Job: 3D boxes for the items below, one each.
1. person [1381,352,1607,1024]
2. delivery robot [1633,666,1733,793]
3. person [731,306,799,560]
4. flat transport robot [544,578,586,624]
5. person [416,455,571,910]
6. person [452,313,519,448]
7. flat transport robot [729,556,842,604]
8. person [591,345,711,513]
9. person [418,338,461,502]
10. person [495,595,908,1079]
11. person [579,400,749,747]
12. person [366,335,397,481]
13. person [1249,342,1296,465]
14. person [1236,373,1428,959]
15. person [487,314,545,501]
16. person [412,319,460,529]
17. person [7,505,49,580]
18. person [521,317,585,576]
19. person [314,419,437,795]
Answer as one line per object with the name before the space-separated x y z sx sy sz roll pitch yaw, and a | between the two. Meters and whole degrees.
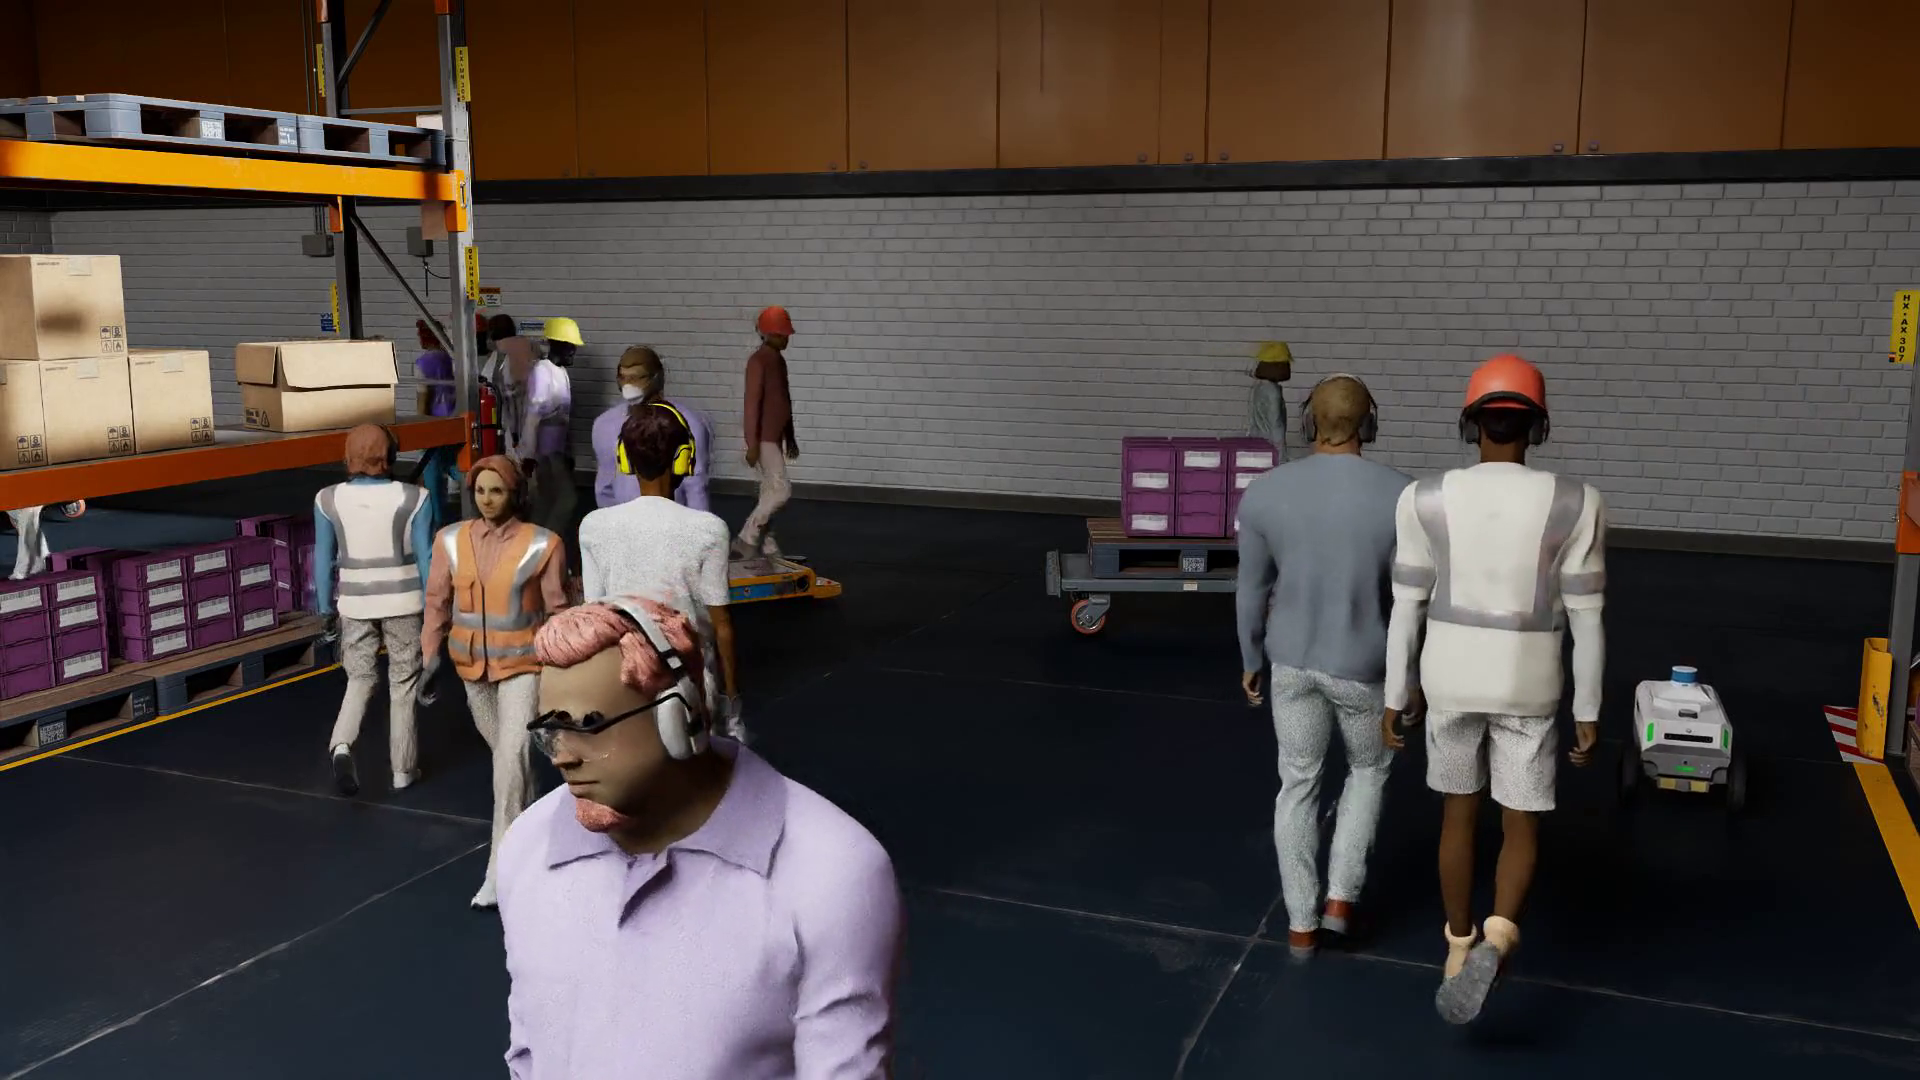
person | 1.561 0.460 4.926 0.629 2.020 0.792 4 10 23
delivery robot | 3.082 0.783 7.108 0.477 0.478 0.707 3 10 19
person | -1.402 -0.755 12.411 0.435 1.971 0.633 1 9 6
flat transport robot | -2.317 0.423 10.426 0.652 0.197 1.431 -6 11 -31
person | -1.689 0.477 6.120 0.515 1.593 0.875 2 10 12
person | -4.060 -1.007 14.248 0.551 1.885 0.997 1 9 8
flat transport robot | -1.580 0.298 11.189 1.431 0.197 0.652 -6 11 -31
person | -1.475 -0.010 8.150 0.644 1.905 0.967 3 10 15
person | -4.826 -1.254 15.811 0.558 1.854 0.624 -9 13 -44
person | -0.370 0.976 2.337 0.626 1.846 1.017 2 10 13
person | -0.889 0.509 5.081 0.510 1.870 0.328 2 10 11
person | -4.171 -0.543 11.690 0.900 1.802 0.535 -6 11 -33
person | 2.361 -0.601 12.275 0.890 1.696 0.508 0 9 2
person | 1.227 0.415 5.481 0.661 1.922 0.483 4 10 24
person | -4.365 -1.284 16.178 0.663 1.806 0.751 -7 12 -37
person | -4.397 -0.981 14.221 0.648 1.828 0.585 5 10 26
person | -6.768 -0.489 11.965 0.539 1.590 0.880 0 9 -2
person | -2.956 -0.663 12.090 0.507 1.898 0.628 0 9 -3
person | -2.464 0.309 7.033 0.518 1.626 0.526 0 9 -1
